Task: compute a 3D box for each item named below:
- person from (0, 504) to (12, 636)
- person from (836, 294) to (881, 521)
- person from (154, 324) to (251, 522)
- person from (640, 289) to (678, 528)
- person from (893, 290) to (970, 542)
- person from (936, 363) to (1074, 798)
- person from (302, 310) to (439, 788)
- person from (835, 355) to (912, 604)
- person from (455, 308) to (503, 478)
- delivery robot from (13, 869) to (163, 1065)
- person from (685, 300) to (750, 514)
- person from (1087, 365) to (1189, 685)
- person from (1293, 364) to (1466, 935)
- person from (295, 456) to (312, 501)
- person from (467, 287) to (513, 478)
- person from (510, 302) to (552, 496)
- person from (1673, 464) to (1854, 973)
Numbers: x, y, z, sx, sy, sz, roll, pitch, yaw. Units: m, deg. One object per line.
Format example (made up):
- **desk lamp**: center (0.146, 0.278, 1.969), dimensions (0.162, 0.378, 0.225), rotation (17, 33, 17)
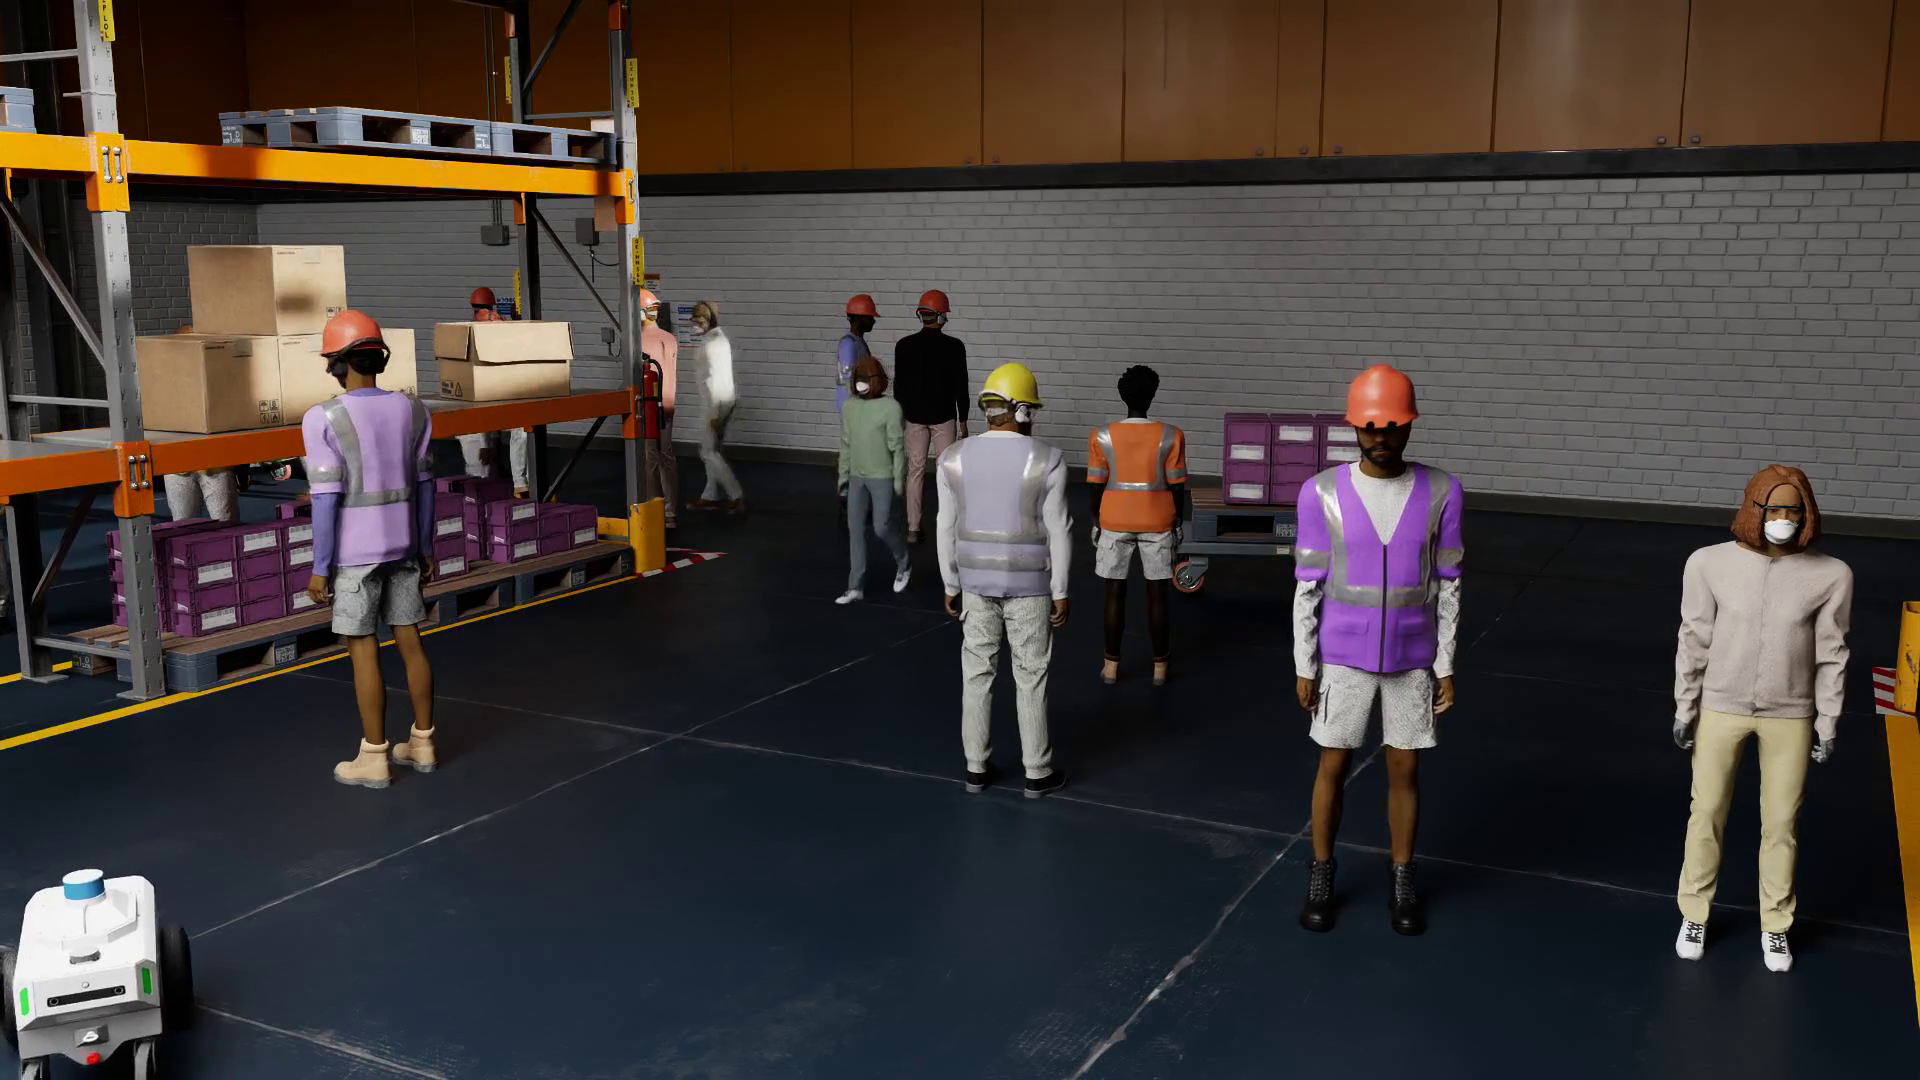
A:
- **person**: center (-5.924, -0.321, 9.862), dimensions (0.586, 1.823, 0.403), rotation (0, 10, 0)
- **person**: center (-0.858, -1.129, 14.258), dimensions (0.385, 1.931, 0.554), rotation (2, 10, 10)
- **person**: center (-4.872, -0.466, 10.680), dimensions (0.626, 1.836, 0.428), rotation (-1, 10, -4)
- **person**: center (-2.538, -1.050, 13.614), dimensions (0.389, 1.986, 0.608), rotation (4, 11, 22)
- **person**: center (-0.213, -0.964, 13.089), dimensions (0.623, 1.992, 0.392), rotation (4, 10, 20)
- **person**: center (0.199, 0.176, 6.992), dimensions (0.592, 1.822, 0.404), rotation (4, 11, 22)
- **person**: center (-2.543, 0.039, 7.150), dimensions (0.395, 2.038, 0.615), rotation (7, 12, 33)
- **person**: center (-0.575, -0.398, 10.901), dimensions (0.507, 1.624, 0.568), rotation (7, 12, 36)
- **person**: center (-3.616, -0.774, 12.340), dimensions (0.498, 1.872, 0.692), rotation (-4, 11, -22)
- **delivery robot**: center (-2.431, 1.166, 4.649), dimensions (0.477, 0.478, 0.707), rotation (-5, 11, -26)
- **person**: center (-2.121, -1.144, 14.487), dimensions (0.628, 1.890, 0.689), rotation (1, 10, 4)
- **person**: center (0.935, -0.071, 8.783), dimensions (0.532, 1.696, 0.319), rotation (1, 10, 8)
- **person**: center (1.380, 0.382, 5.517), dimensions (0.548, 1.927, 0.422), rotation (1, 10, 8)
- **person**: center (-6.040, -1.267, 15.138), dimensions (0.443, 1.892, 0.702), rotation (2, 10, 12)
- **person**: center (-4.786, -1.576, 16.795), dimensions (0.551, 1.936, 0.357), rotation (3, 10, 17)
- **person**: center (-4.060, -1.329, 15.641), dimensions (0.429, 1.847, 0.626), rotation (2, 10, 11)
- **person**: center (2.541, 0.565, 5.309), dimensions (0.497, 1.629, 0.277), rotation (4, 10, 21)
